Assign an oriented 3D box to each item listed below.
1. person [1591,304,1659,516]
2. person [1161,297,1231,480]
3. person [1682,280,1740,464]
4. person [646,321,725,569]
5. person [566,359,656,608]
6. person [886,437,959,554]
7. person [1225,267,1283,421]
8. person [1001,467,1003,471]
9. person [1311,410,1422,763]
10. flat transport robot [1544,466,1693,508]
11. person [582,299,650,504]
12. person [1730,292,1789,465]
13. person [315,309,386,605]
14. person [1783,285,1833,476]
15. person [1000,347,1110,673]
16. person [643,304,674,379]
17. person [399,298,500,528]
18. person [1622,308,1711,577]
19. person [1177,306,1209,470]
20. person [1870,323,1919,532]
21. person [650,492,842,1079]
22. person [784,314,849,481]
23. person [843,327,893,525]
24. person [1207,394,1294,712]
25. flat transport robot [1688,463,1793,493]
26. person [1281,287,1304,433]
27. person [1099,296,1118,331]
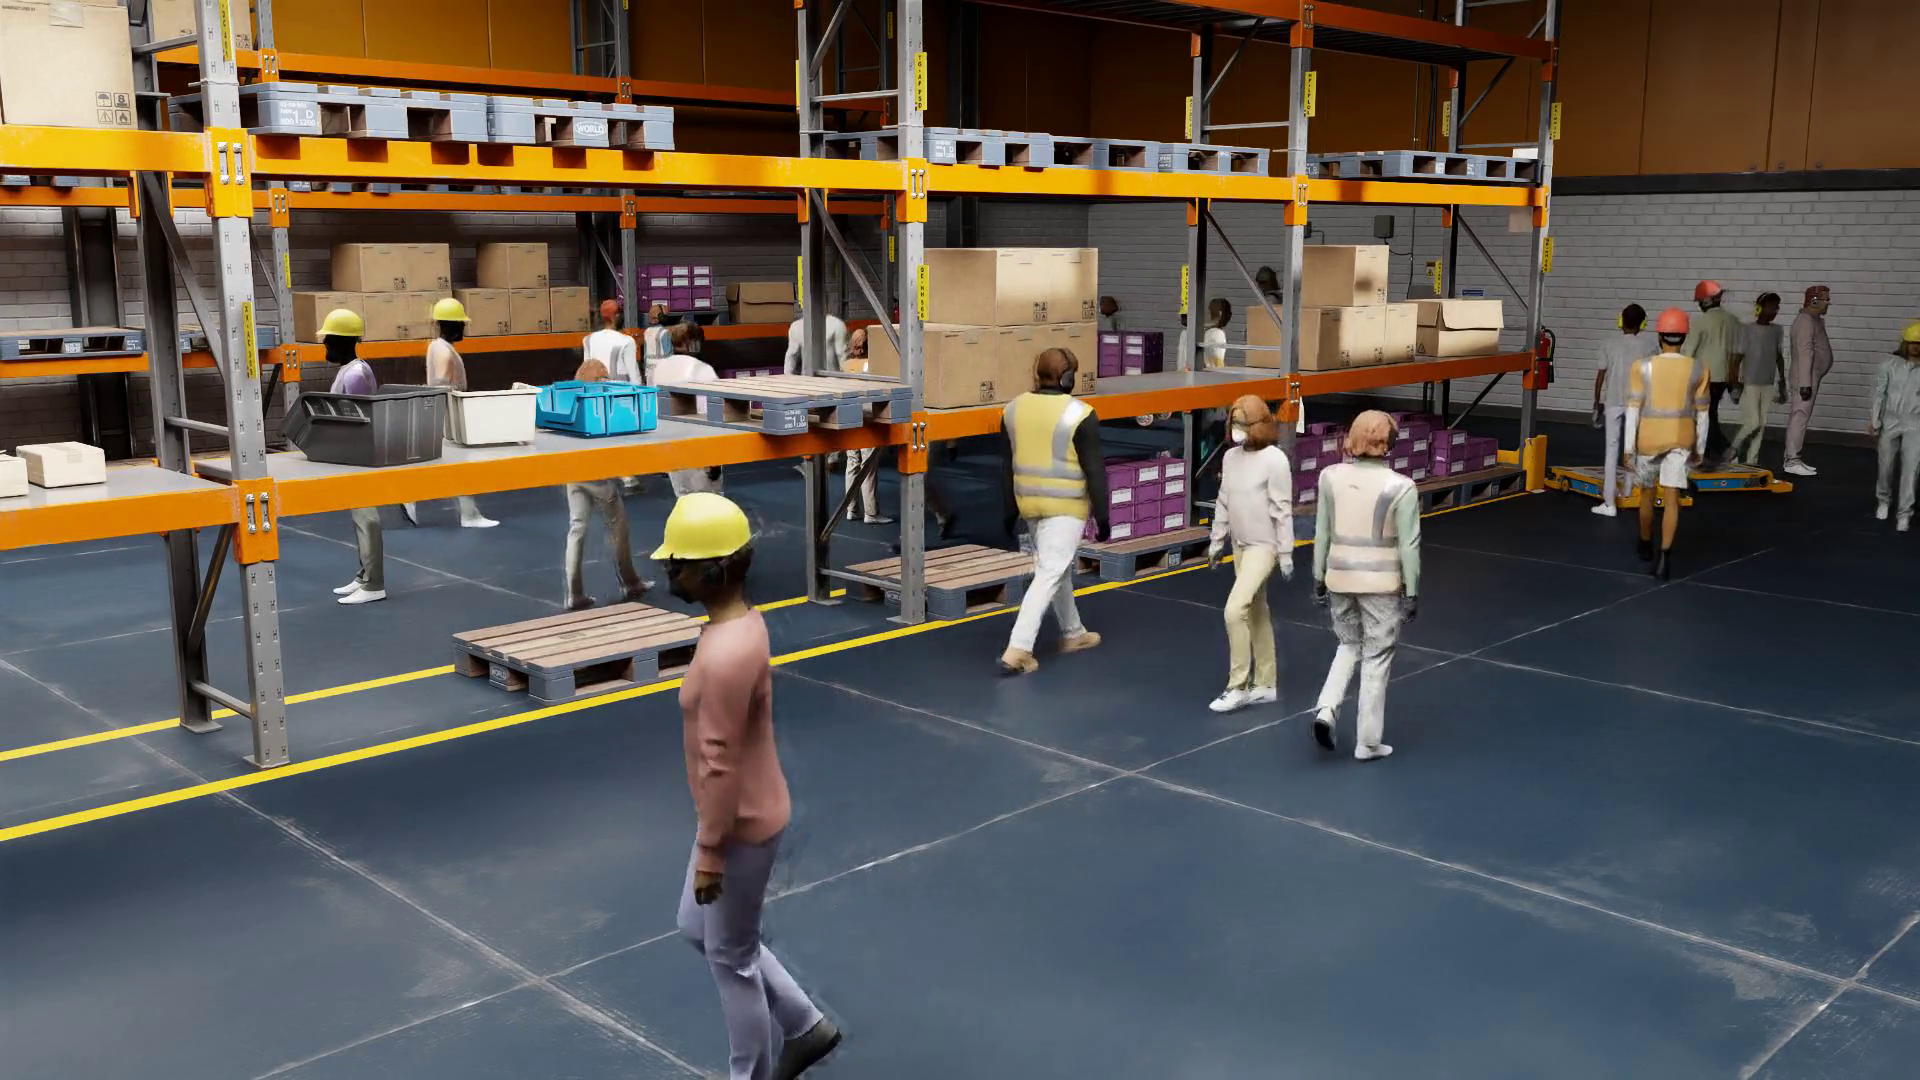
[{"bbox_3d":[5.769,-1.125,14.453,0.527,1.813,0.699,3,11,15],"label":"person"},{"bbox_3d":[2.405,-1.469,16.314,0.795,1.804,0.549,0,10,-1],"label":"person"},{"bbox_3d":[7.706,-1.657,16.937,0.635,1.957,0.770,-5,11,-24],"label":"person"},{"bbox_3d":[-1.896,-0.582,11.419,0.639,1.824,0.545,8,13,37],"label":"person"},{"bbox_3d":[-2.348,-0.384,10.919,0.511,1.598,0.773,6,12,30],"label":"person"},{"bbox_3d":[-0.268,-0.829,12.842,0.592,1.800,0.879,9,14,42],"label":"person"},{"bbox_3d":[3.909,-2.577,21.695,0.999,2.000,0.706,4,11,22],"label":"person"},{"bbox_3d":[0.653,-1.503,16.776,0.321,1.696,0.536,-8,13,-38],"label":"person"},{"bbox_3d":[1.847,0.217,7.576,0.541,1.621,0.393,10,14,43],"label":"person"},{"bbox_3d":[6.000,-0.503,15.218,0.652,0.197,1.431,-2,11,-9],"label":"flat transport robot"},{"bbox_3d":[-3.180,-1.257,15.074,0.590,1.841,0.978,6,12,31],"label":"person"},{"bbox_3d":[7.958,-1.531,16.536,0.512,1.847,0.401,-3,11,-15],"label":"person"},{"bbox_3d":[-3.985,-0.546,10.923,0.364,1.930,0.588,-4,11,-23],"label":"person"},{"bbox_3d":[8.573,-1.611,16.799,0.406,1.904,0.654,5,12,27],"label":"person"},{"bbox_3d":[0.519,-0.177,9.291,0.641,1.799,0.964,9,14,41],"label":"person"},{"bbox_3d":[-3.371,-1.822,18.678,0.313,1.639,0.513,-9,14,-41],"label":"person"},{"bbox_3d":[-4.220,-1.017,13.569,0.731,1.903,0.595,-4,11,-20],"label":"person"},{"bbox_3d":[5.061,-0.710,11.940,0.564,1.884,1.019,4,11,19],"label":"person"},{"bbox_3d":[2.370,-1.587,17.050,0.329,1.767,0.529,-4,11,-23],"label":"person"},{"bbox_3d":[7.830,-0.956,13.796,0.497,1.700,0.908,5,12,27],"label":"person"},{"bbox_3d":[-0.601,0.742,4.401,0.389,1.754,0.525,-1,10,-6],"label":"person"},{"bbox_3d":[-1.449,-1.540,16.467,0.655,1.879,1.032,5,11,25],"label":"person"},{"bbox_3d":[-0.798,-0.949,13.911,0.309,1.641,0.514,-8,13,-38],"label":"person"},{"bbox_3d":[1.406,0.070,8.400,0.606,1.609,0.533,-5,11,-23],"label":"person"},{"bbox_3d":[6.979,-0.580,15.635,1.431,0.197,0.652,-2,11,-9],"label":"flat transport robot"},{"bbox_3d":[3.864,-2.041,19.279,0.323,1.862,0.510,3,11,15],"label":"person"},{"bbox_3d":[2.074,-2.475,22.347,0.754,1.607,0.502,0,10,2],"label":"person"}]
